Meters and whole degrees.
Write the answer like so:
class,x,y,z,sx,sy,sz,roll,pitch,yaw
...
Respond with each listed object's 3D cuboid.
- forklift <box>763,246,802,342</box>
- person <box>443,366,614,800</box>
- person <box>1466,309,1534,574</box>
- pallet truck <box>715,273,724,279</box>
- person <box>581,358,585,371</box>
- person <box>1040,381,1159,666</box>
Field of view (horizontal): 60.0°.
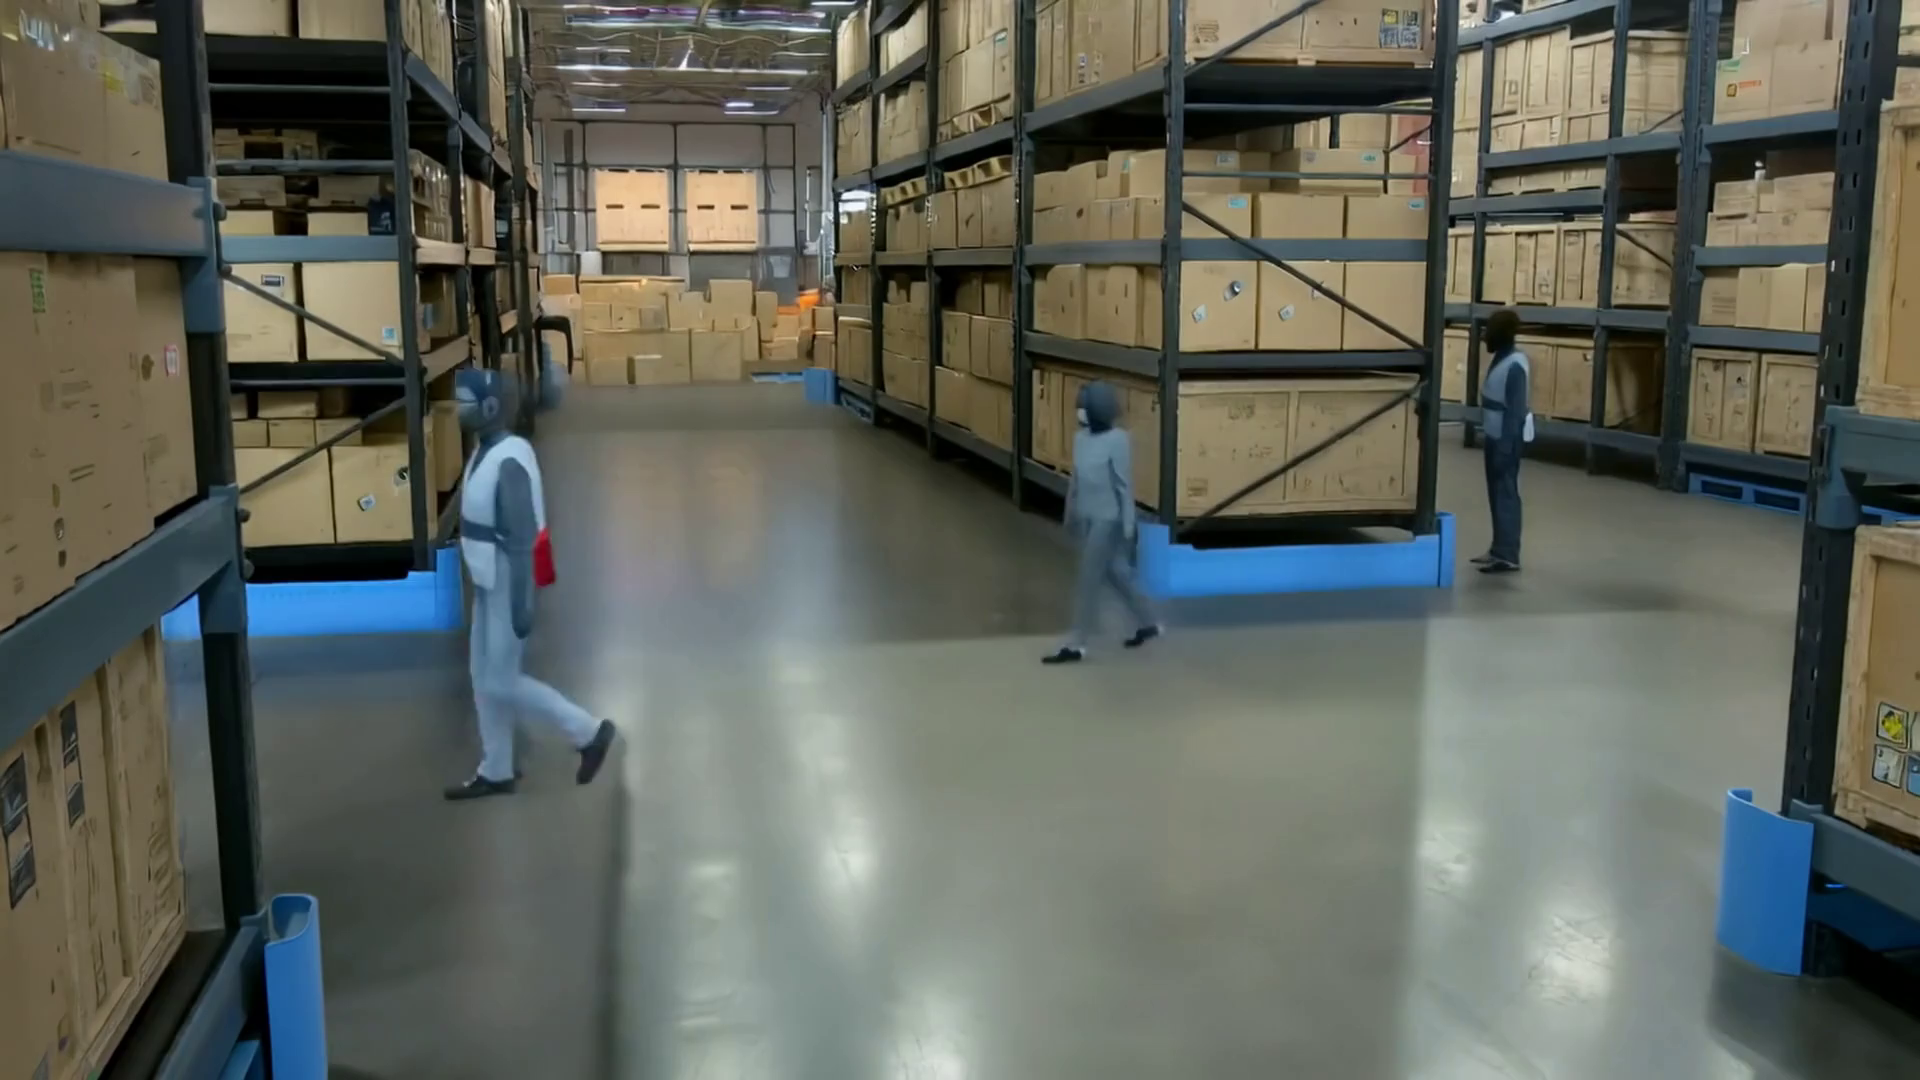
class,x,y,z,sx,sy,sz,roll,pitch,yaw
forklift,-5.328,-7.287,49.237,1.129,2.768,1.873,-2,10,-12
person,-1.830,0.189,6.893,0.595,1.830,0.574,-4,10,-25
person,3.959,-0.712,12.087,0.373,1.916,0.596,1,9,4
pallet truck,-8.580,-8.986,62.280,1.885,1.965,0.823,1,9,5
person,-7.646,-4.562,35.527,1.057,1.937,0.641,1,9,6
person,0.825,-0.115,9.442,0.849,1.594,0.517,-5,11,-28
